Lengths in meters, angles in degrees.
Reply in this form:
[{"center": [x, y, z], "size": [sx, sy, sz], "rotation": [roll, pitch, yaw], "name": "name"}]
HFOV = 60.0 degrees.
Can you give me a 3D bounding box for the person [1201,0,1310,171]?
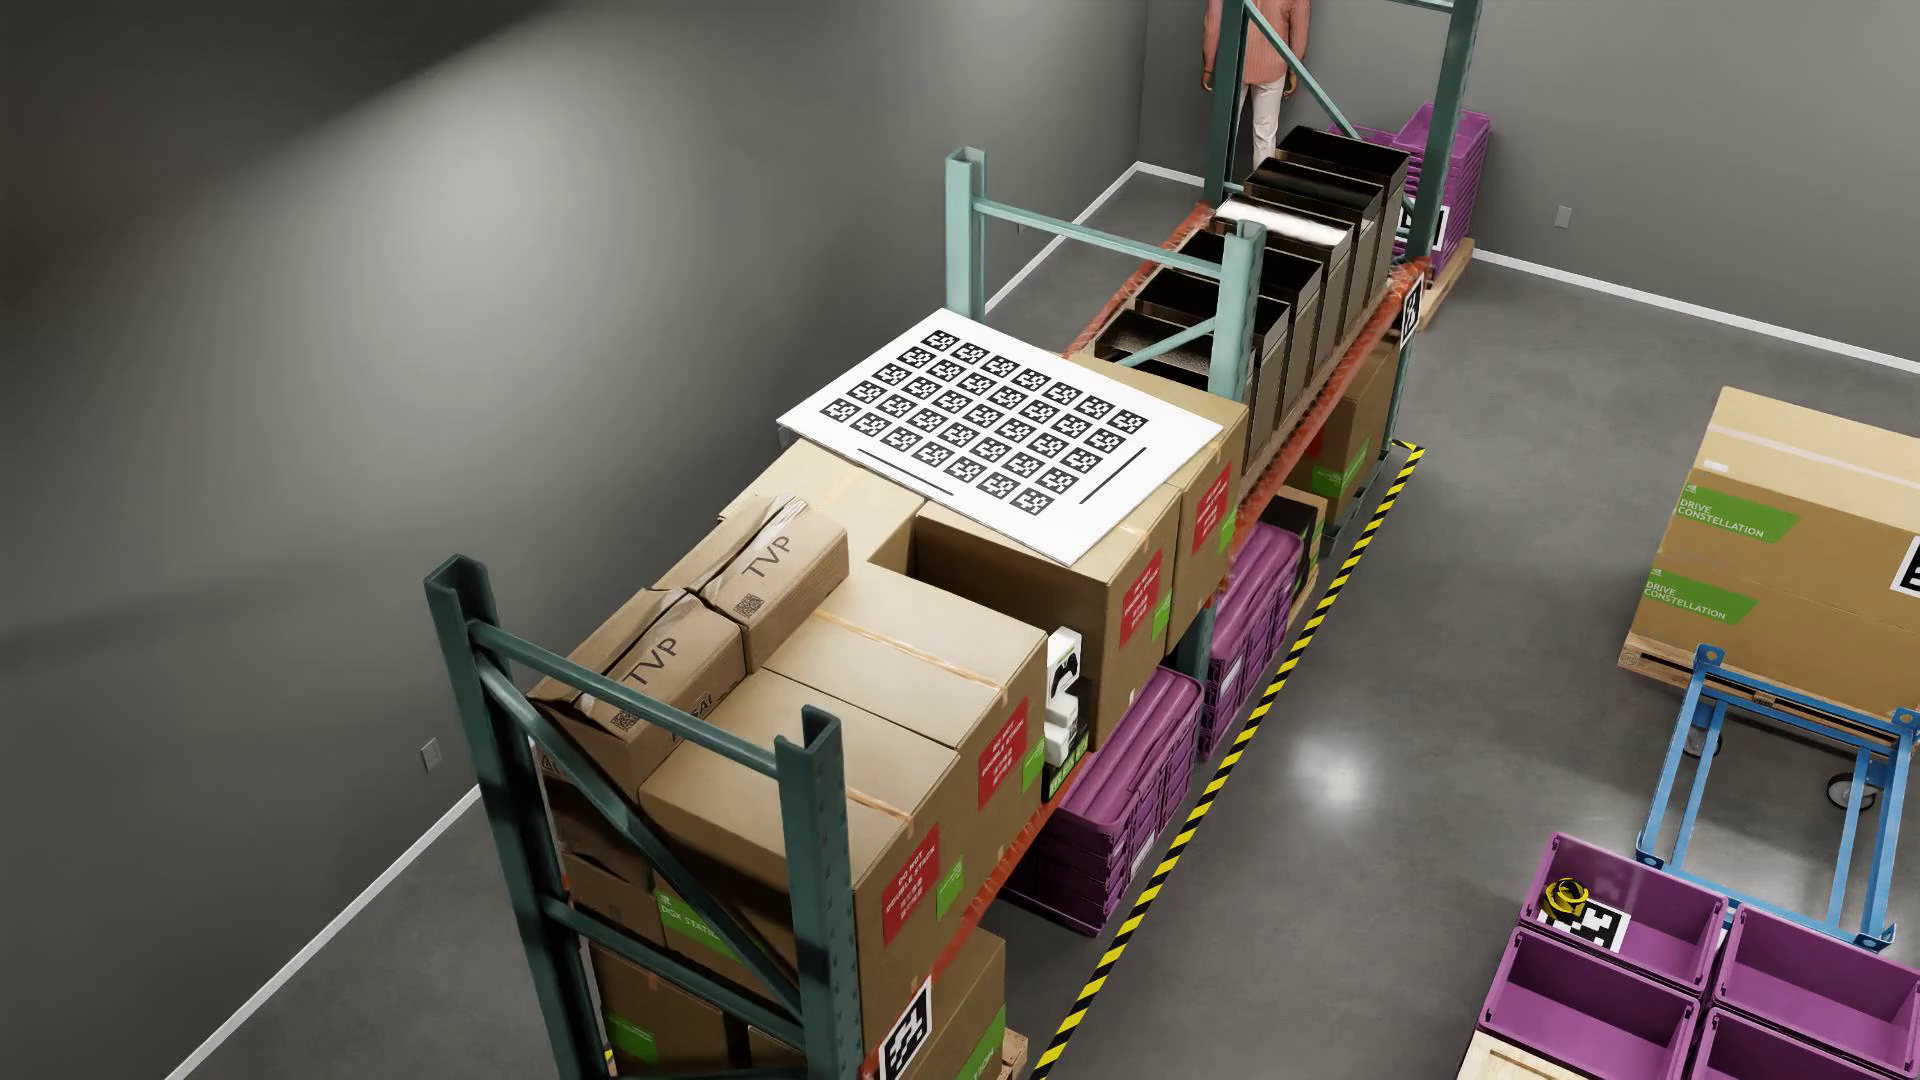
[{"center": [1.740, -2.831, 9.928], "size": [0.613, 1.994, 0.381], "rotation": [4, 40, 5], "name": "person"}]
